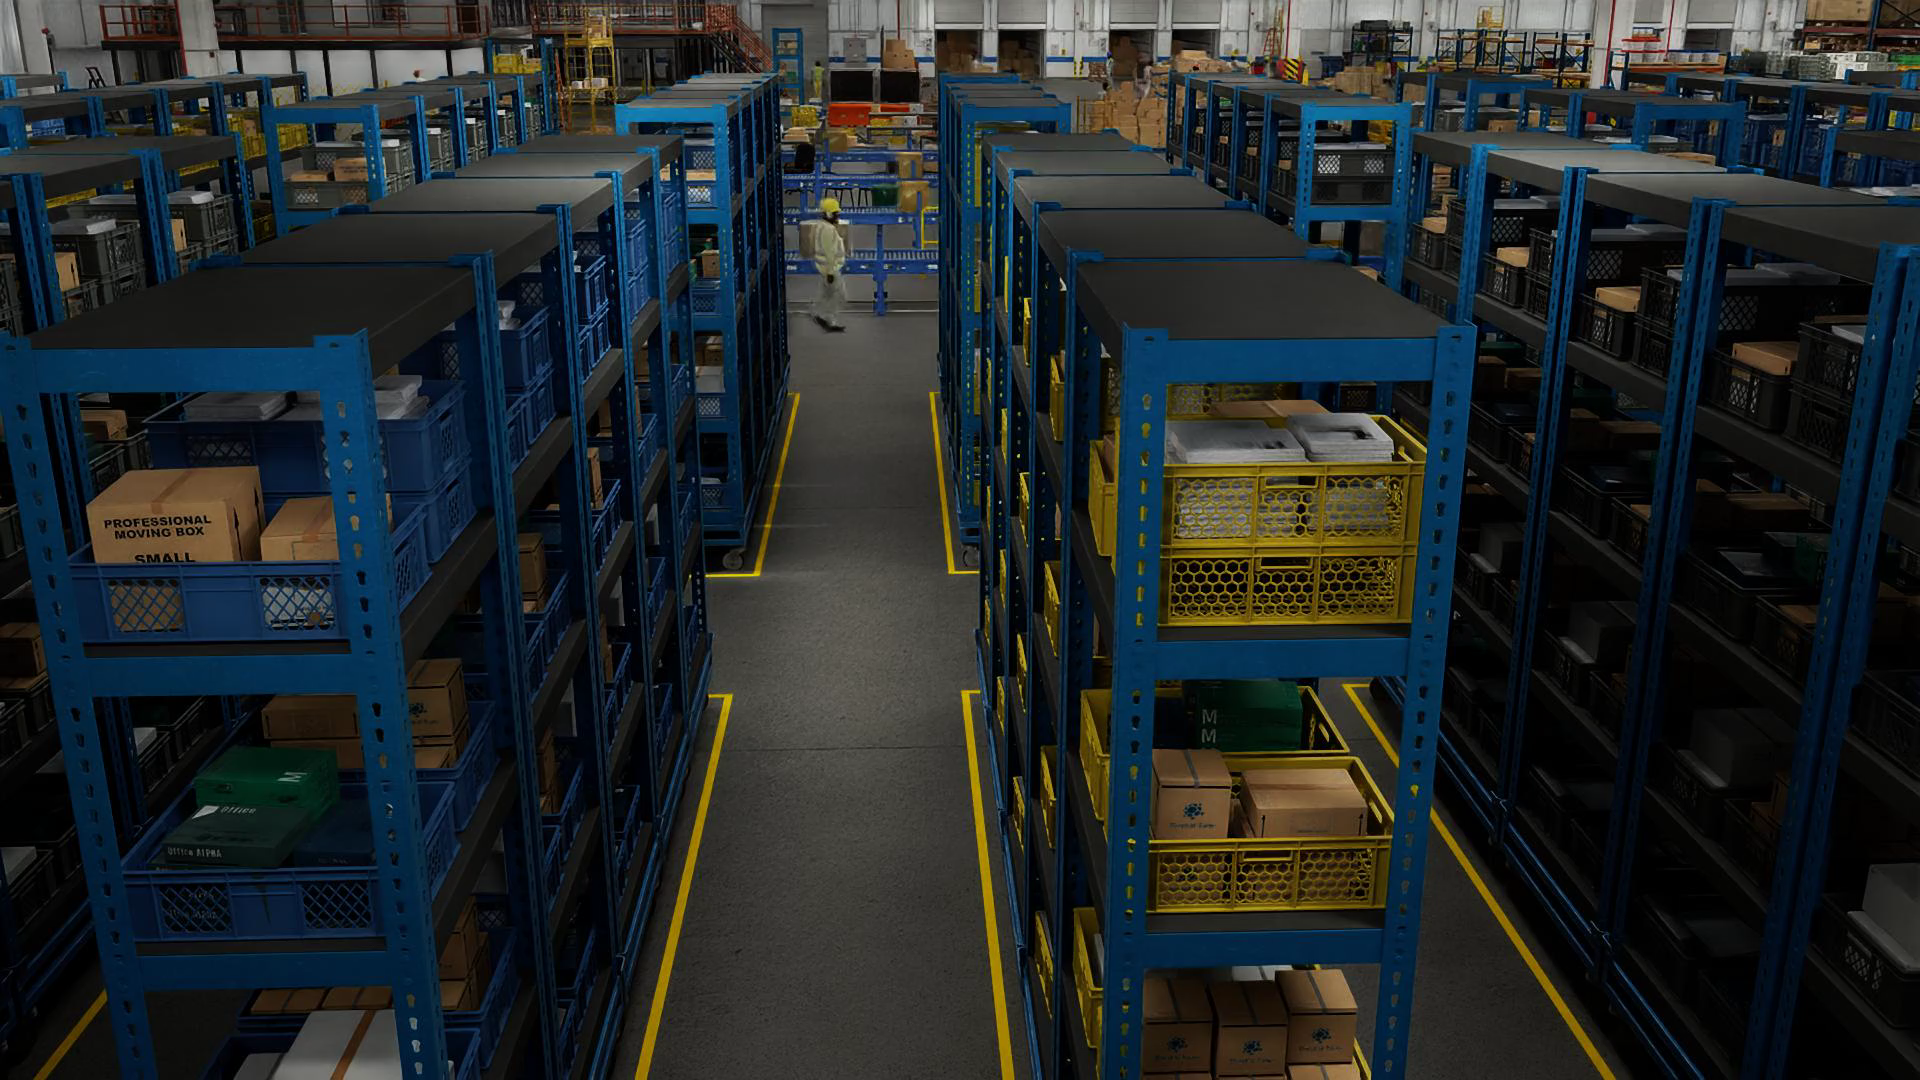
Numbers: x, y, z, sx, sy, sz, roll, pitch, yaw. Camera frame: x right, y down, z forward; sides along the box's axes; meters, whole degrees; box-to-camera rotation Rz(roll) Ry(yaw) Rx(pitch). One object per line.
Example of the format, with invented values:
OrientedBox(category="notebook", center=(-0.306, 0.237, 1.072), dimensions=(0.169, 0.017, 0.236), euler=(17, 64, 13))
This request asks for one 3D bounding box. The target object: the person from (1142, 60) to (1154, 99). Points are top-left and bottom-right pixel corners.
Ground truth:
OrientedBox(category="person", center=(8.629, -20.900, 75.675), dimensions=(0.950, 1.802, 0.638), euler=(-14, 23, -37))

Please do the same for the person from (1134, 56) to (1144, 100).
OrientedBox(category="person", center=(8.249, -21.219, 76.379), dimensions=(0.480, 1.975, 0.630), euler=(-9, 20, -25))

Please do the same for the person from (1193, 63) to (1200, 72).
OrientedBox(category="person", center=(9.283, -17.786, 65.668), dimensions=(0.601, 2.035, 0.408), euler=(5, 19, 15))

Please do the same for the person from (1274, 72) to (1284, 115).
OrientedBox(category="person", center=(10.990, -15.206, 57.662), dimensions=(0.539, 2.000, 0.684), euler=(0, 18, 0))

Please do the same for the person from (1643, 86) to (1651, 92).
OrientedBox(category="person", center=(21.515, -13.332, 52.271), dimensions=(0.614, 1.790, 0.896), euler=(-3, 18, -8))

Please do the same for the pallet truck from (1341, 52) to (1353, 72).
OrientedBox(category="pallet truck", center=(18.794, -23.123, 82.231), dimensions=(0.823, 1.965, 1.885), euler=(-13, 22, -35))

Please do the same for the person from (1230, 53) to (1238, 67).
OrientedBox(category="person", center=(13.619, -23.320, 83.014), dimensions=(0.963, 1.883, 0.613), euler=(-5, 19, -16))

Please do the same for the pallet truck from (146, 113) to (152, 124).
OrientedBox(category="pallet truck", center=(-18.087, -8.309, 36.390), dimensions=(1.885, 1.965, 0.823), euler=(-1, 18, -4))

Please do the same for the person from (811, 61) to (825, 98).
OrientedBox(category="person", center=(-6.382, -20.615, 74.762), dimensions=(0.625, 1.822, 0.795), euler=(-6, 19, -18))

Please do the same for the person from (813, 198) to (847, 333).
OrientedBox(category="person", center=(-1.732, -3.662, 22.288), dimensions=(0.420, 1.818, 0.618), euler=(-4, 18, -13))

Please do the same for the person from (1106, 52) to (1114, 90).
OrientedBox(category="person", center=(7.485, -23.455, 83.339), dimensions=(0.386, 1.948, 0.601), euler=(-8, 20, -23))

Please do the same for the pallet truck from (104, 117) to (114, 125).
OrientedBox(category="pallet truck", center=(-18.367, -7.885, 35.078), dimensions=(1.885, 1.965, 0.823), euler=(1, 18, 2))

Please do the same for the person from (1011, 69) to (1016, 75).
OrientedBox(category="person", center=(2.138, -17.441, 64.900), dimensions=(0.417, 1.838, 0.513), euler=(-3, 18, -8))

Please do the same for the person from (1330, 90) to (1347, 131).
OrientedBox(category="person", center=(11.981, -13.359, 52.530), dimensions=(0.557, 1.660, 0.793), euler=(1, 18, 3))

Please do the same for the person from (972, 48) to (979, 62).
OrientedBox(category="person", center=(0.869, -25.735, 90.440), dimensions=(0.582, 1.917, 0.547), euler=(12, 21, 32))

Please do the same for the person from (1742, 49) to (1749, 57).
OrientedBox(category="person", center=(42.185, -25.474, 89.615), dimensions=(0.654, 1.923, 0.435), euler=(-12, 22, -34))

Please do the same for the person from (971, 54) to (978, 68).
OrientedBox(category="person", center=(0.624, -22.435, 80.213), dimensions=(0.551, 1.920, 0.638), euler=(2, 18, 5))

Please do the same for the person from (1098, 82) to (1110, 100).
OrientedBox(category="person", center=(4.776, -13.935, 54.065), dimensions=(0.549, 1.823, 0.965), euler=(14, 22, 36))

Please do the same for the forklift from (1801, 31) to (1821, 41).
OrientedBox(category="forklift", center=(45.917, -26.108, 90.055), dimensions=(1.129, 2.768, 1.873), euler=(-1, 18, -2))

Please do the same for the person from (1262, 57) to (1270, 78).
OrientedBox(category="person", center=(15.342, -23.327, 83.351), dimensions=(0.906, 1.699, 0.490), euler=(-2, 18, -6))

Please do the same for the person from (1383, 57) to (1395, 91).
OrientedBox(category="person", center=(21.809, -23.690, 84.534), dimensions=(0.855, 1.644, 0.542), euler=(4, 18, 13))

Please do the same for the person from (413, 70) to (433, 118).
OrientedBox(category="person", center=(-20.520, -16.972, 63.404), dimensions=(0.622, 1.871, 0.576), euler=(-2, 18, -7))

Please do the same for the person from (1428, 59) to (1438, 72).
OrientedBox(category="person", center=(22.351, -21.789, 78.524), dimensions=(0.539, 1.739, 0.775), euler=(-3, 18, -8))
